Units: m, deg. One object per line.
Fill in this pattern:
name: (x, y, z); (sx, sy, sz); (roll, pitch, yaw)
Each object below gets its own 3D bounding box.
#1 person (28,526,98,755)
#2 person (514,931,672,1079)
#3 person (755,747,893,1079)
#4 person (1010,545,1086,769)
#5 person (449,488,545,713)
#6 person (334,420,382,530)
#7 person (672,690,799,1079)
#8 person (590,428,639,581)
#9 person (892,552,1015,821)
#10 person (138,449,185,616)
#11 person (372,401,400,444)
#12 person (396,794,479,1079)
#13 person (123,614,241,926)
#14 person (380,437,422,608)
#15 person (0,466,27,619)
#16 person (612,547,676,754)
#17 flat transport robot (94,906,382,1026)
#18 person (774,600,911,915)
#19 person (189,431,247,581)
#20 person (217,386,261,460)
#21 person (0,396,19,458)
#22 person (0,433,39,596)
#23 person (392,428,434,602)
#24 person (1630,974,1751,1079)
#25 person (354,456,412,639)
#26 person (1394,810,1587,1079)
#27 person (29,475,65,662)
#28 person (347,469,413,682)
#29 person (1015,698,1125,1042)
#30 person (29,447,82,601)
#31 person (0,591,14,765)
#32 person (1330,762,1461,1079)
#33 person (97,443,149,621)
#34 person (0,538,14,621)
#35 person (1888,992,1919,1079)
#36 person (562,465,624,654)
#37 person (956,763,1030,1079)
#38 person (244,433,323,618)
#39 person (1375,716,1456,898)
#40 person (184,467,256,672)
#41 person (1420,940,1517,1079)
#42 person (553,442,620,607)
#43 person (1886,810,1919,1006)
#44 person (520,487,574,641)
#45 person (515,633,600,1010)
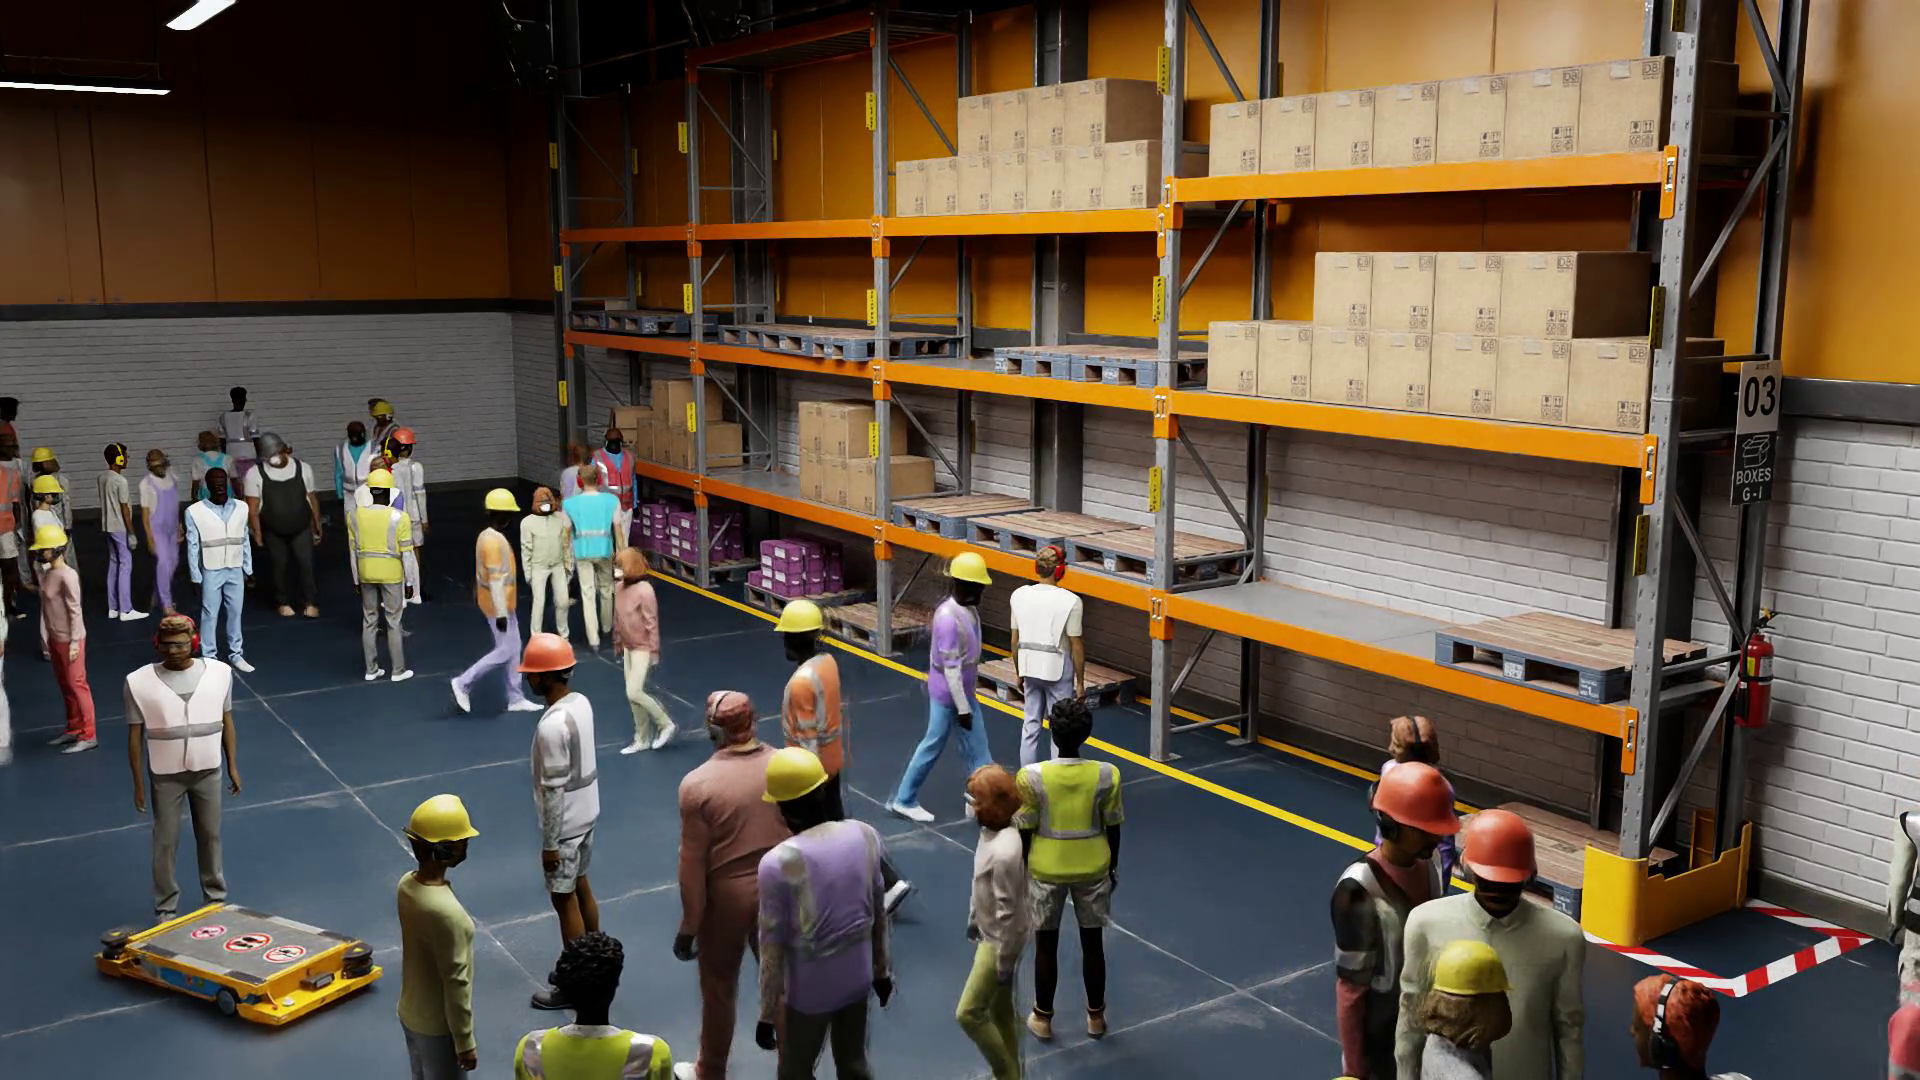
person: (-6.904, 0.765, 12.762); (0.549, 1.760, 0.328); (9, 13, 41)
person: (-1.145, 2.072, 5.288); (0.534, 1.694, 0.320); (1, 10, 9)
person: (-0.511, 1.750, 6.564); (0.667, 1.894, 0.579); (-9, 14, -44)
person: (0.600, 0.948, 11.423); (0.565, 1.846, 0.390); (6, 11, 33)
person: (-3.845, 0.521, 13.726); (0.673, 1.909, 0.609); (-1, 10, -8)
person: (-7.320, -0.568, 20.398); (0.640, 1.830, 0.546); (-1, 10, -4)
person: (-0.985, 1.601, 7.481); (0.687, 1.901, 0.474); (-6, 11, -32)
person: (-4.005, -0.387, 19.295); (0.620, 1.837, 0.429); (-7, 12, -37)
person: (-0.017, 0.998, 11.072); (0.992, 1.878, 0.594); (4, 10, 21)
person: (-8.500, -0.084, 17.625); (0.603, 1.803, 0.600); (3, 10, 16)
person: (-7.904, -1.011, 23.002); (0.403, 1.824, 0.591); (-8, 13, -40)
person: (-1.991, 1.844, 6.429); (0.338, 1.761, 0.524); (-7, 12, -35)
person: (-4.340, 1.308, 9.323); (0.565, 1.841, 0.387); (-7, 12, -37)
person: (-6.108, -0.189, 18.072); (0.333, 1.860, 0.510); (4, 10, 21)
person: (-10.096, -0.125, 17.367); (0.368, 1.966, 0.603); (8, 13, 39)
person: (-2.465, 0.849, 12.662); (0.371, 1.624, 0.503); (-8, 13, -39)
flat transport robot: (-3.801, 2.192, 8.737); (1.431, 0.197, 0.652); (5, 11, 28)
person: (-0.759, 1.272, 9.422); (0.923, 1.893, 0.586); (2, 10, 13)
person: (-8.780, -0.407, 19.631); (0.595, 1.773, 1.021); (-8, 12, -38)
person: (-10.231, -1.205, 23.705); (0.602, 1.967, 0.366); (1, 10, 5)
person: (-12.825, -0.964, 22.355); (0.634, 1.947, 0.427); (8, 13, 39)
person: (-10.695, -0.291, 18.729); (0.340, 1.839, 0.506); (6, 11, 31)
person: (-6.097, -0.269, 18.339); (0.549, 1.929, 0.381); (4, 10, 21)
person: (1.950, 2.099, 4.576); (0.576, 1.880, 0.361); (-6, 11, -32)
person: (-5.747, 0.088, 16.517); (0.561, 1.836, 0.393); (4, 10, 20)
person: (1.790, 1.863, 5.652); (0.619, 1.986, 0.407); (3, 10, 15)
person: (-8.548, 0.264, 15.674); (0.312, 1.767, 0.533); (-3, 10, -19)
person: (-5.173, 0.320, 14.915); (0.581, 1.919, 0.395); (1, 10, 3)
person: (0.524, 1.596, 8.056); (0.540, 1.697, 0.316); (-1, 10, -5)
person: (-9.996, -0.165, 18.296); (0.486, 1.735, 0.338); (2, 10, 10)
person: (-7.398, 0.734, 12.547); (0.708, 1.900, 0.426); (7, 12, 34)
person: (1.583, 1.778, 6.030); (0.410, 2.030, 0.612); (9, 14, 44)
person: (-8.808, -0.083, 17.436); (0.511, 1.863, 0.327); (7, 12, 35)
person: (-10.106, -0.076, 17.160); (0.371, 1.941, 0.627); (1, 10, 7)
person: (3.327, 2.012, 5.696); (0.543, 1.676, 0.675); (-2, 10, -13)
person: (-3.579, 0.163, 16.225); (0.594, 1.778, 0.979); (-3, 10, -17)
person: (0.143, 1.760, 7.316); (0.328, 1.625, 0.544); (0, 10, -1)
person: (-7.045, -0.167, 17.401); (0.742, 2.000, 0.882); (-5, 11, -29)
person: (2.173, 1.636, 8.001); (0.315, 1.637, 0.514); (-4, 10, -22)
person: (-6.715, 0.285, 15.107); (0.373, 1.917, 0.595); (7, 12, 37)
person: (1.516, 2.084, 5.140); (0.598, 1.715, 0.544); (2, 10, 13)
person: (-4.116, -0.179, 18.213); (0.544, 1.790, 0.979); (8, 12, 39)
person: (4.370, 1.746, 7.340); (0.514, 1.642, 0.310); (7, 12, 35)
person: (-3.965, 0.287, 15.973); (0.508, 1.621, 0.290); (-8, 12, -39)
person: (-2.030, 1.415, 8.437); (0.385, 1.929, 0.552); (0, 10, 3)
